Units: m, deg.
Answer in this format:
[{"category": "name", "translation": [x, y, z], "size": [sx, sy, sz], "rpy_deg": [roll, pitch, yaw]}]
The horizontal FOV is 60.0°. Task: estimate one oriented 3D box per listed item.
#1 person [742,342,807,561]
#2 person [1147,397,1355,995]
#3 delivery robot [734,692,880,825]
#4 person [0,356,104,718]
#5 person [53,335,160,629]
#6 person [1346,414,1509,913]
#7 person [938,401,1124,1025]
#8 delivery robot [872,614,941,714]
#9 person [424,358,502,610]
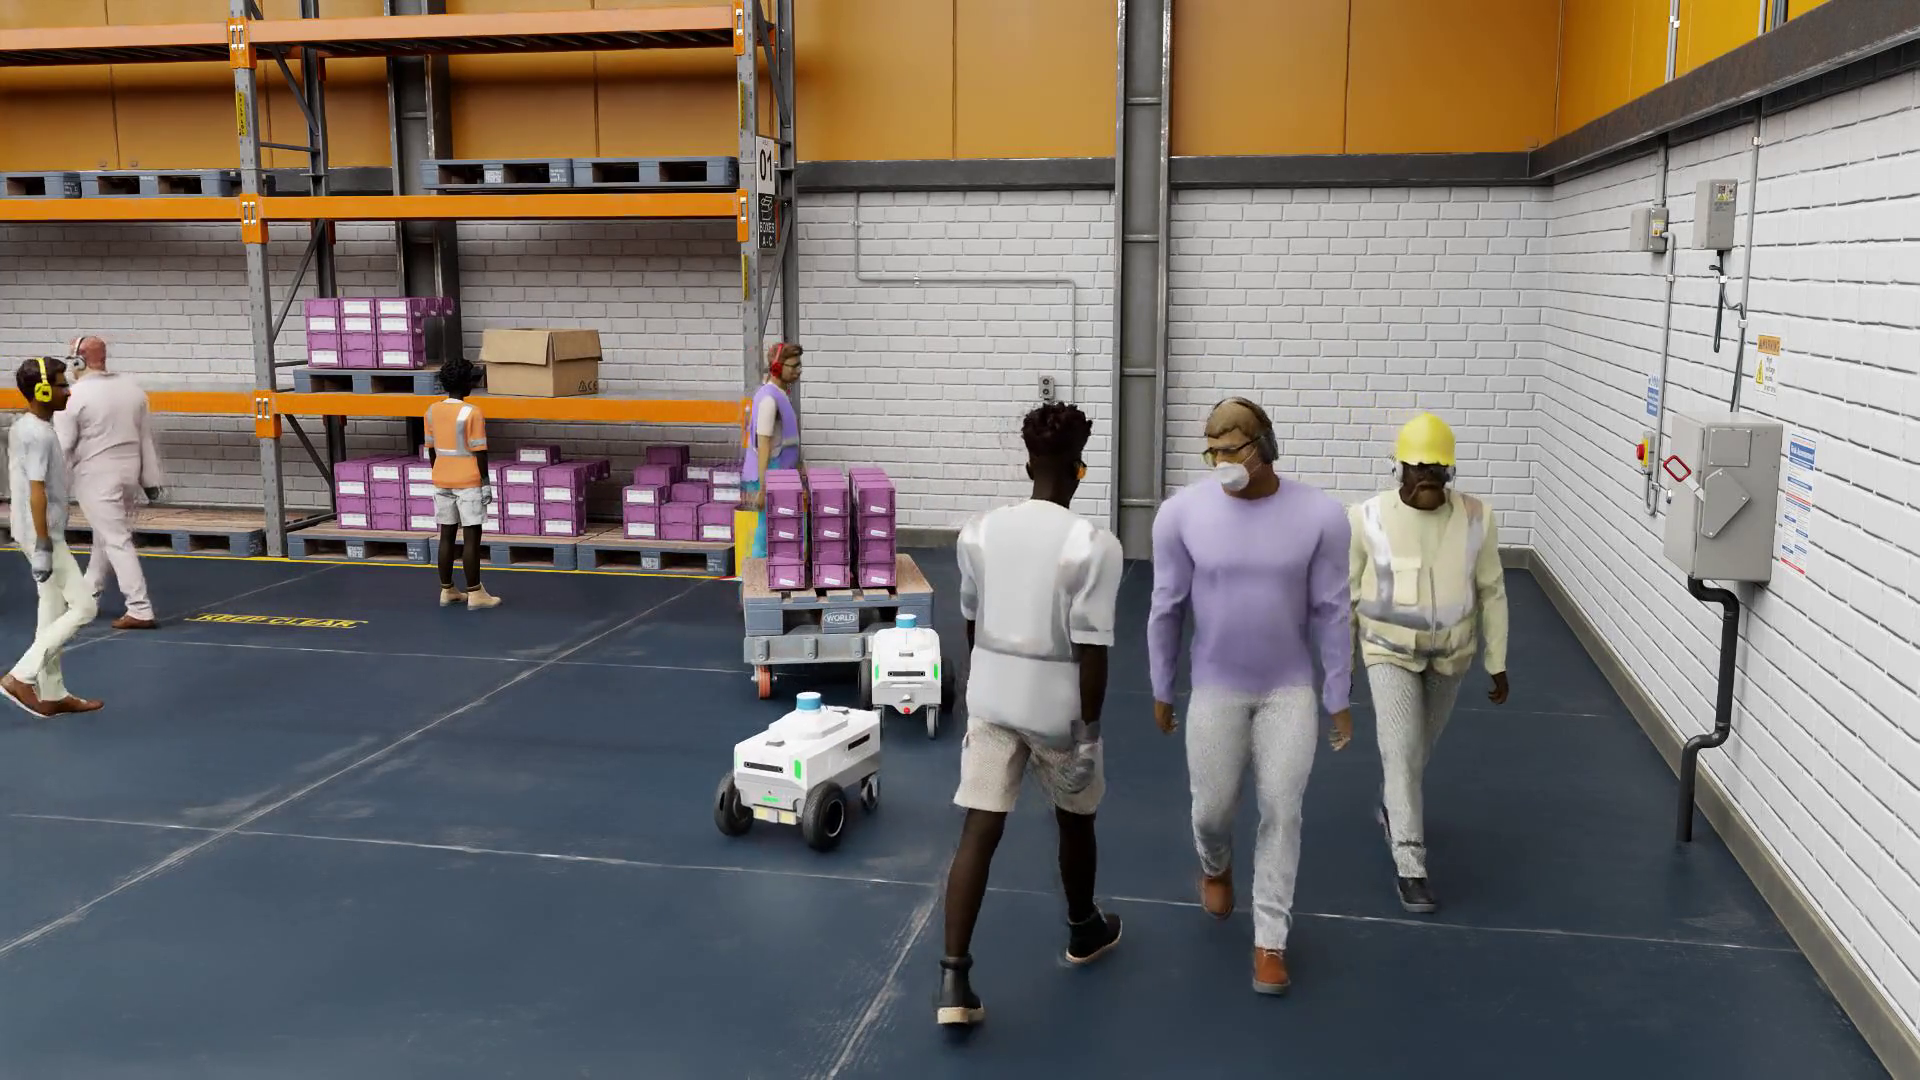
[{"category": "person", "translation": [-1.137, -0.384, 10.904], "size": [0.636, 1.817, 0.596], "rpy_deg": [-1, 9, -7]}, {"category": "person", "translation": [0.943, 0.474, 5.447], "size": [0.654, 1.912, 0.611], "rpy_deg": [1, 9, 6]}, {"category": "delivery robot", "translation": [-0.619, 0.870, 6.847], "size": [0.477, 0.478, 0.707], "rpy_deg": [5, 10, 25]}, {"category": "person", "translation": [-4.652, 0.001, 8.455], "size": [0.432, 1.858, 0.509], "rpy_deg": [-8, 12, -38]}, {"category": "person", "translation": [-5.557, -0.362, 10.596], "size": [0.947, 1.860, 0.682], "rpy_deg": [3, 10, 16]}, {"category": "person", "translation": [1.730, 0.406, 6.294], "size": [0.609, 1.786, 0.943], "rpy_deg": [0, 9, -2]}, {"category": "person", "translation": [0.206, 0.526, 5.192], "size": [0.622, 1.908, 1.041], "rpy_deg": [6, 11, 30]}, {"category": "delivery robot", "translation": [-0.269, 0.618, 8.368], "size": [0.477, 0.478, 0.707], "rpy_deg": [0, 9, -2]}, {"category": "person", "translation": [-3.360, -0.377, 11.213], "size": [0.541, 1.695, 0.315], "rpy_deg": [6, 11, 31]}]
